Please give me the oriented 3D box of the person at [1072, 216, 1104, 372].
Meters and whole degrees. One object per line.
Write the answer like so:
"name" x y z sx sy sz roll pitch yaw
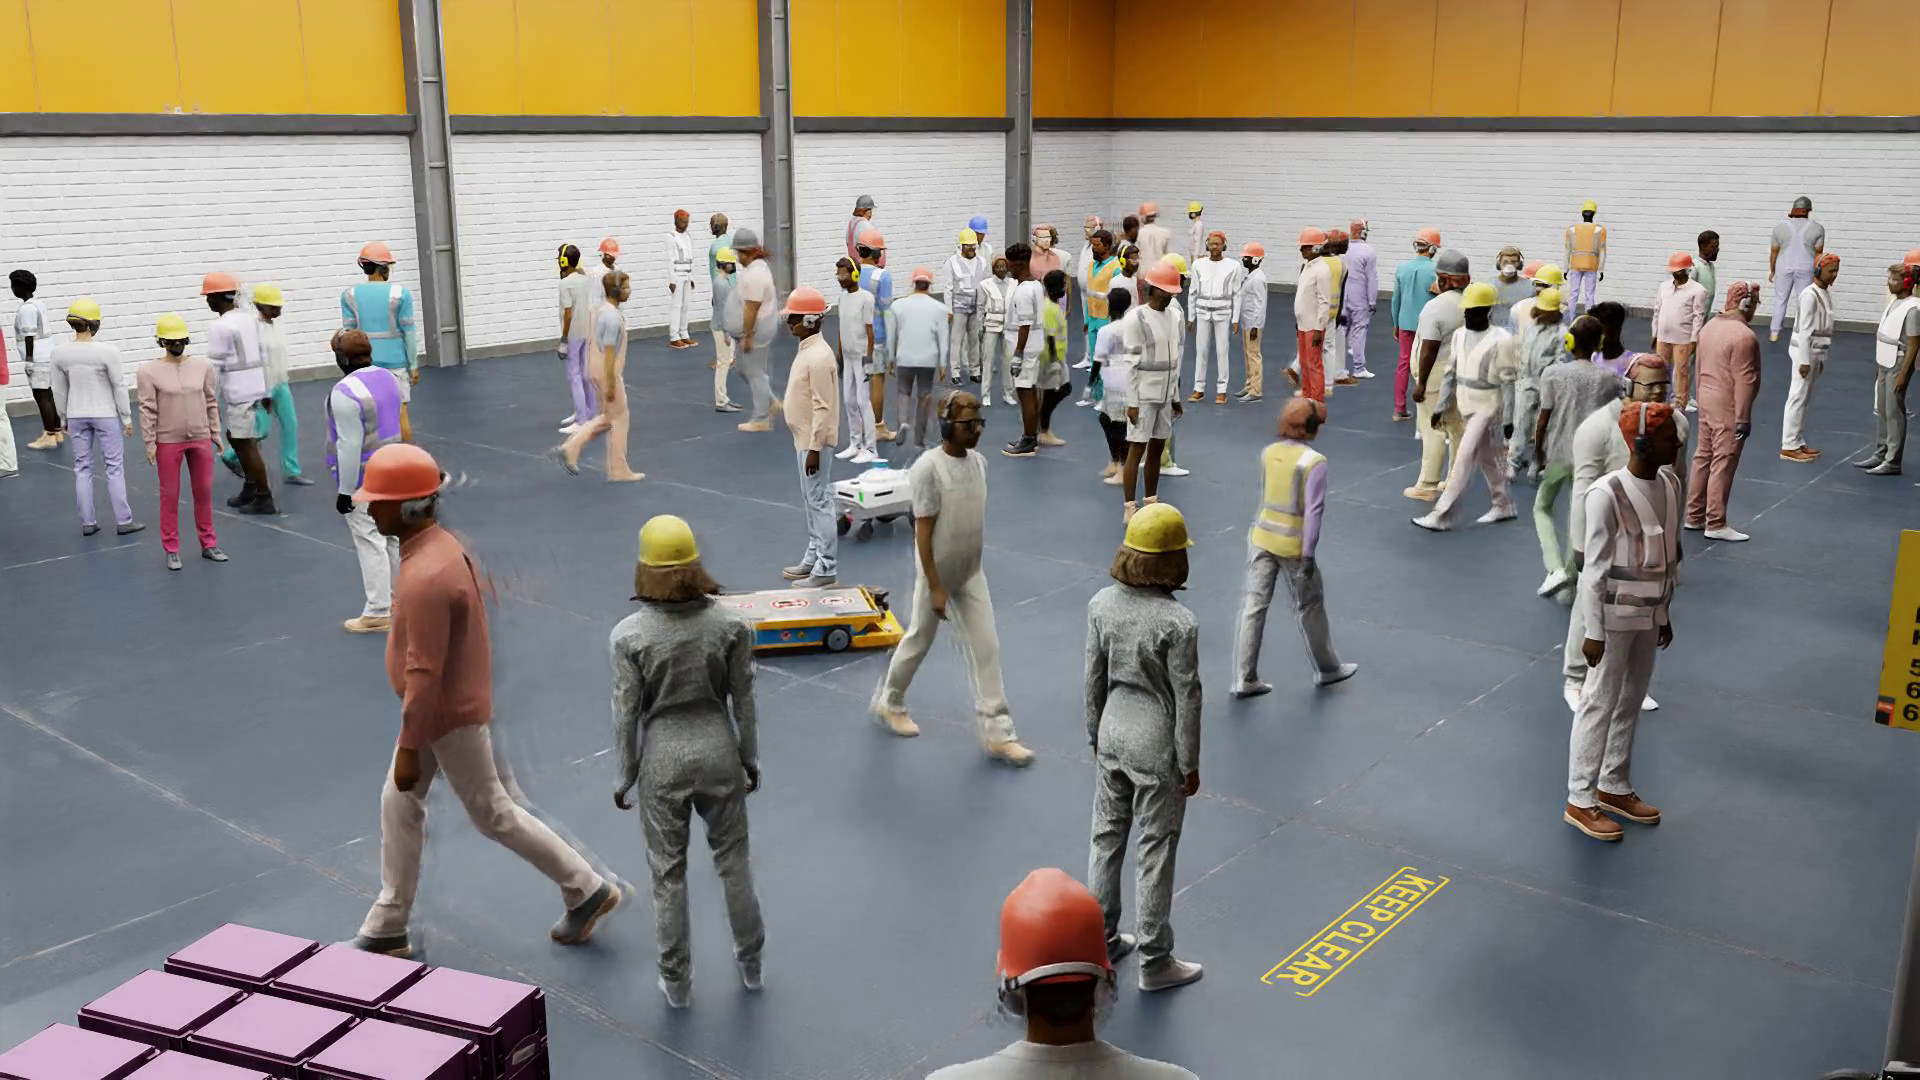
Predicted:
"person" 1.648 -3.035 20.574 0.401 1.909 0.642 -5 15 -20

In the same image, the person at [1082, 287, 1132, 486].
"person" 1.304 -1.291 14.068 0.462 1.672 0.531 6 15 24

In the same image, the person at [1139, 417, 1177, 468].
"person" 1.753 -1.391 14.552 0.281 1.634 0.501 -2 14 -9

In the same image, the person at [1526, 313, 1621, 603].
"person" 3.875 -0.509 10.569 0.545 1.860 0.380 1 14 3

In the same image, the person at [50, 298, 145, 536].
"person" -6.423 -0.909 12.362 0.532 1.767 0.328 0 14 -2

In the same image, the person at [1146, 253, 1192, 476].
"person" 1.809 -1.526 14.502 0.366 1.926 0.592 -3 14 -10

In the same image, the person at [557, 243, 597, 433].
"person" -3.820 -1.987 16.462 0.312 1.869 0.536 4 15 16

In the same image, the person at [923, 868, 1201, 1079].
"person" 0.193 1.421 3.144 0.578 1.714 0.805 1 14 3

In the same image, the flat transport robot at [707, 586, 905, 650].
"flat transport robot" -1.088 0.475 9.864 1.431 0.197 0.652 -3 14 -12

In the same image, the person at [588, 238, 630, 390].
"person" -4.009 -2.586 19.107 0.347 1.741 0.568 5 15 20

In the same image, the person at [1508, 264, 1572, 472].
"person" 5.078 -1.492 14.566 0.403 1.827 0.601 -11 18 -37

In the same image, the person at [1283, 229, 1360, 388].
"person" 4.211 -2.665 19.250 0.893 1.850 0.569 0 14 2

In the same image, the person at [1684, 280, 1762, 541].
"person" 5.670 -0.955 12.267 0.403 1.904 0.651 -1 14 -3

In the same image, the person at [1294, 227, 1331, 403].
"person" 3.587 -2.202 17.066 0.390 1.991 0.623 -2 14 -6

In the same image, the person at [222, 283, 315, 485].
"person" -5.893 -1.300 13.986 0.683 1.734 0.550 4 15 15

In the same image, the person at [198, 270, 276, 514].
"person" -5.675 -1.139 12.990 0.627 1.912 0.576 1 14 3

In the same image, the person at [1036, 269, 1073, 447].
"person" 0.881 -1.716 15.748 0.365 1.684 0.540 3 14 13

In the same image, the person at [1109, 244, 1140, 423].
"person" 1.631 -1.989 16.473 0.309 1.868 0.535 8 16 28

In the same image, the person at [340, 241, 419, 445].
"person" -4.952 -1.528 14.281 0.609 2.040 0.394 0 14 -1

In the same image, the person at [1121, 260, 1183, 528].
"person" 1.474 -1.081 12.511 0.605 2.033 0.401 -13 19 -42

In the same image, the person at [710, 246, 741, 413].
"person" -2.483 -2.234 17.682 0.345 1.758 0.532 -2 14 -8

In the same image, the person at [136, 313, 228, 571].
"person" -5.340 -0.682 11.456 0.326 1.767 0.533 13 19 42

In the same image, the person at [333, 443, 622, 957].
"person" -1.781 0.598 5.986 1.038 1.954 0.629 -5 15 -19

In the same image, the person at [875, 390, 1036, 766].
"person" -0.064 0.160 8.049 0.515 1.802 0.978 -12 19 -40

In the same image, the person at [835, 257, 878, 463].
"person" -0.955 -1.630 15.071 0.338 1.855 0.526 -11 18 -38

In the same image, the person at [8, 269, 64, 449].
"person" -8.723 -1.709 15.719 0.319 1.691 0.539 -4 15 -17

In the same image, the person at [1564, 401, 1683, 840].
"person" 2.866 0.342 7.134 0.584 1.879 0.346 -10 17 -35

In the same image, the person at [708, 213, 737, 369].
"person" -2.970 -3.109 20.805 0.360 1.938 0.635 2 14 8

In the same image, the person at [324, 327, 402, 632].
"person" -3.580 -0.360 10.025 0.430 1.840 0.624 2 14 10

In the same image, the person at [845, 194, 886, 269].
"person" -1.323 -3.921 23.842 0.538 2.000 0.687 -8 16 -28

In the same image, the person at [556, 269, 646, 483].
"person" -3.070 -1.370 14.081 0.637 1.827 0.543 -6 15 -22

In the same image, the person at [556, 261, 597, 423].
"person" -3.891 -2.009 16.803 0.310 1.743 0.493 -9 16 -31

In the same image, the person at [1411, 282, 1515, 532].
"person" 3.861 -0.999 12.517 1.012 1.867 0.609 -5 15 -20

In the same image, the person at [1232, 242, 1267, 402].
"person" 3.203 -2.408 18.368 0.331 1.753 0.573 0 14 0

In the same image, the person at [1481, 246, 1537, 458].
"person" 4.964 -1.713 15.225 0.635 1.938 0.352 6 15 22
